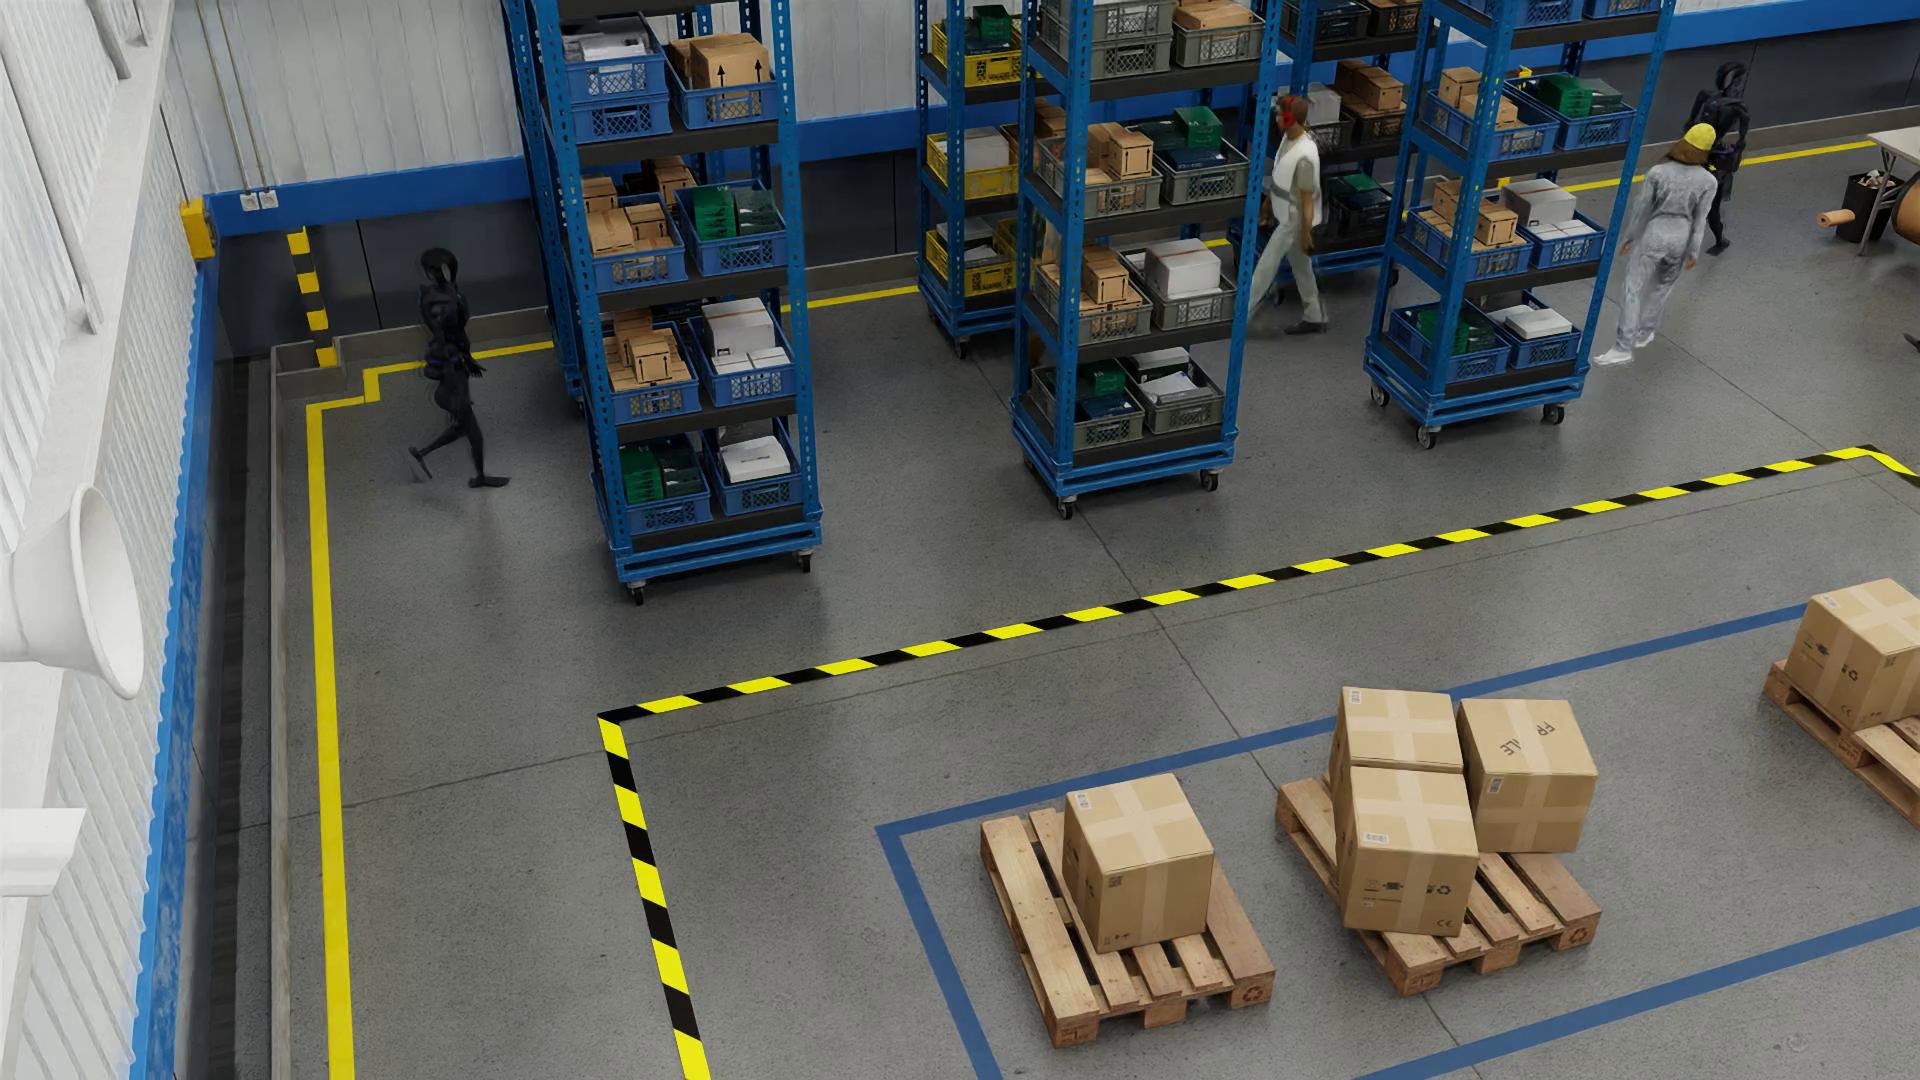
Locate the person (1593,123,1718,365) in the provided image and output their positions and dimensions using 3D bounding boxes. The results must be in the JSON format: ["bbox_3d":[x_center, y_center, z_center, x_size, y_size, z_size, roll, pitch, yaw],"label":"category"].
[{"bbox_3d":[4.946,-2.060,11.738,0.561,1.704,0.670,9,36,13],"label":"person"}]

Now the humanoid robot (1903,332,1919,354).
[{"bbox_3d":[6.992,-1.905,11.554,0.589,1.636,0.693,-18,39,-23],"label":"humanoid robot"}]

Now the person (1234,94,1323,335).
[{"bbox_3d":[2.279,-2.316,12.014,0.965,1.782,0.578,0,35,0],"label":"person"}]

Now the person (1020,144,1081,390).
[{"bbox_3d":[0.827,-1.842,11.260,0.888,1.889,0.556,0,35,0],"label":"person"}]

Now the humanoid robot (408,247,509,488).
[{"bbox_3d":[-3.232,-1.038,10.318,0.622,1.628,0.589,-4,35,-5],"label":"humanoid robot"}]

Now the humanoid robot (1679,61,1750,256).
[{"bbox_3d":[5.913,-2.948,13.066,0.780,1.643,0.602,-16,38,-22],"label":"humanoid robot"}]
